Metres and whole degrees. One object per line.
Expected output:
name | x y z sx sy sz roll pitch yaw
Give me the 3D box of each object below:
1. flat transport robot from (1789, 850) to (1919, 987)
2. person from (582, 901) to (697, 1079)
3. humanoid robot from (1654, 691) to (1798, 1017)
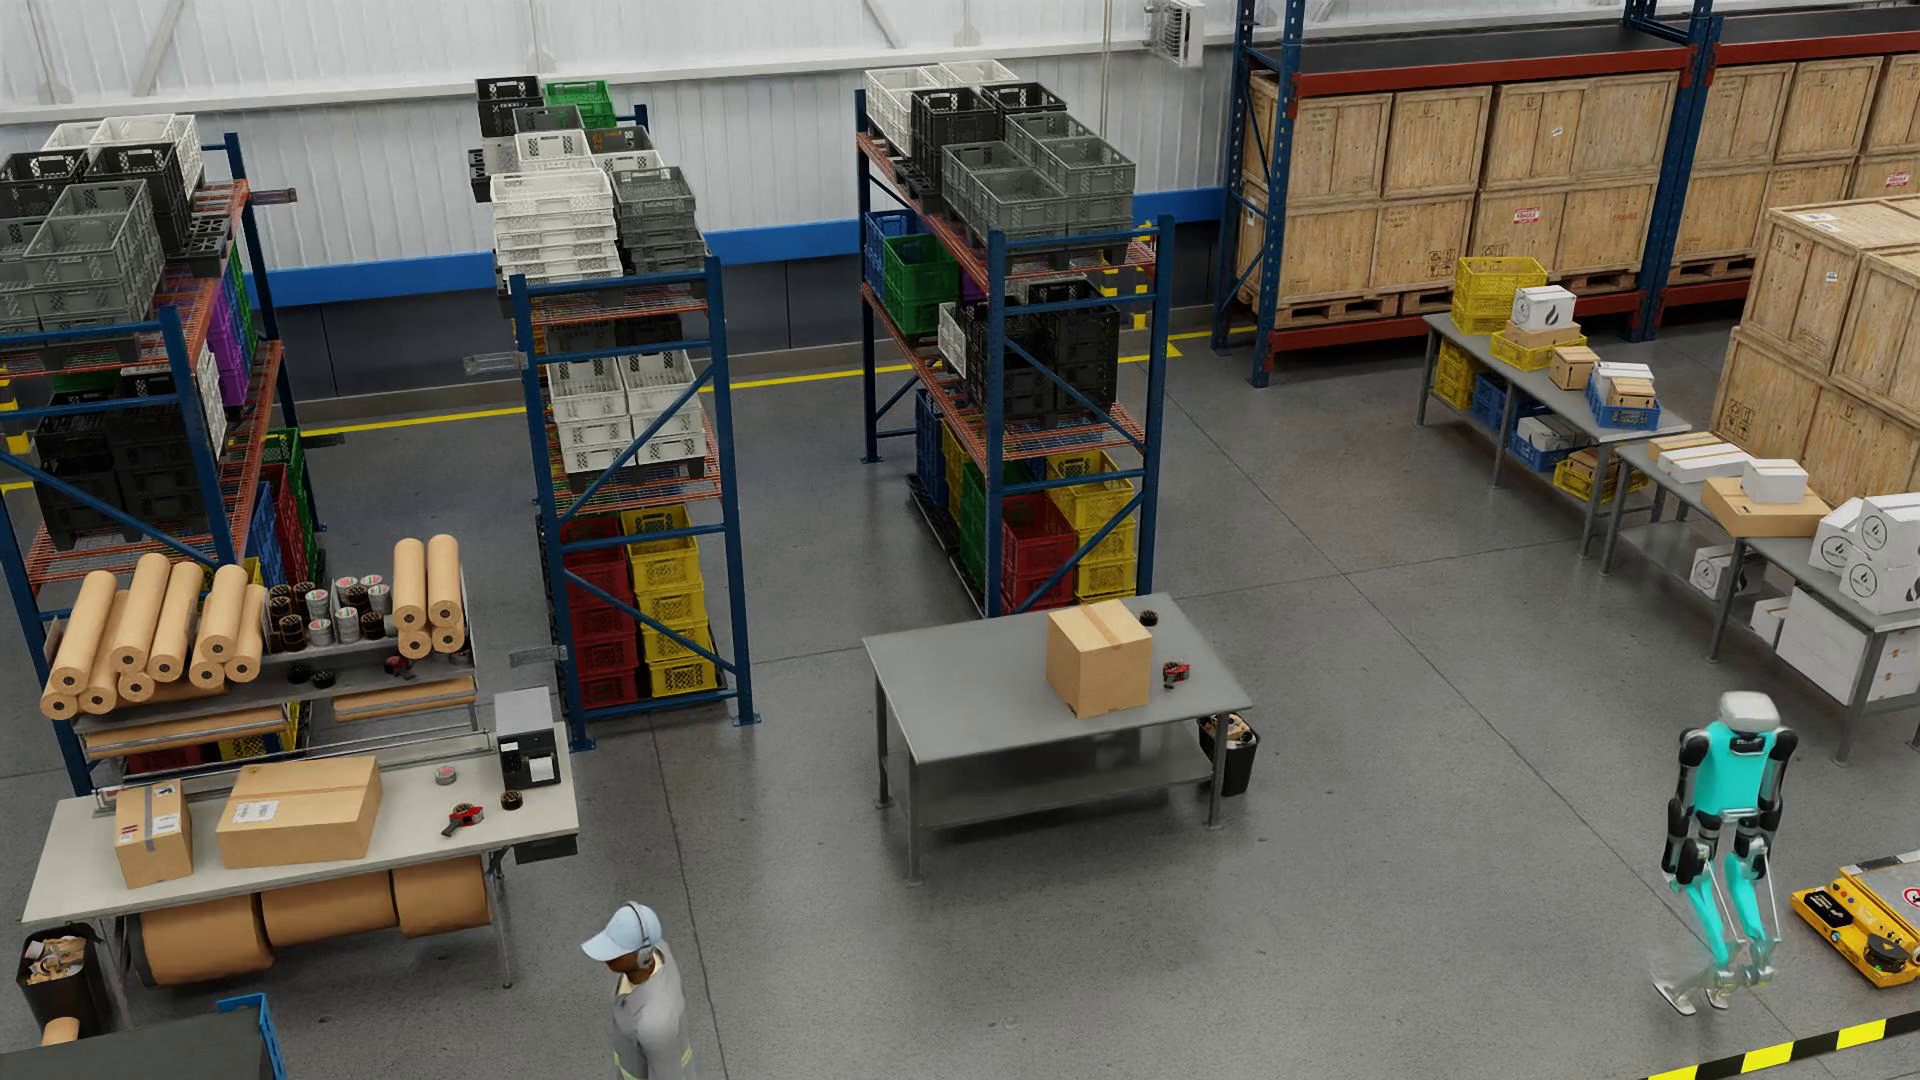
flat transport robot | 5.163 1.916 8.676 1.431 0.231 0.659 -8 30 -14
person | -1.226 2.165 6.577 0.363 1.852 0.596 -9 30 -15
humanoid robot | 3.584 1.553 7.672 0.533 1.677 0.735 -2 29 -4
